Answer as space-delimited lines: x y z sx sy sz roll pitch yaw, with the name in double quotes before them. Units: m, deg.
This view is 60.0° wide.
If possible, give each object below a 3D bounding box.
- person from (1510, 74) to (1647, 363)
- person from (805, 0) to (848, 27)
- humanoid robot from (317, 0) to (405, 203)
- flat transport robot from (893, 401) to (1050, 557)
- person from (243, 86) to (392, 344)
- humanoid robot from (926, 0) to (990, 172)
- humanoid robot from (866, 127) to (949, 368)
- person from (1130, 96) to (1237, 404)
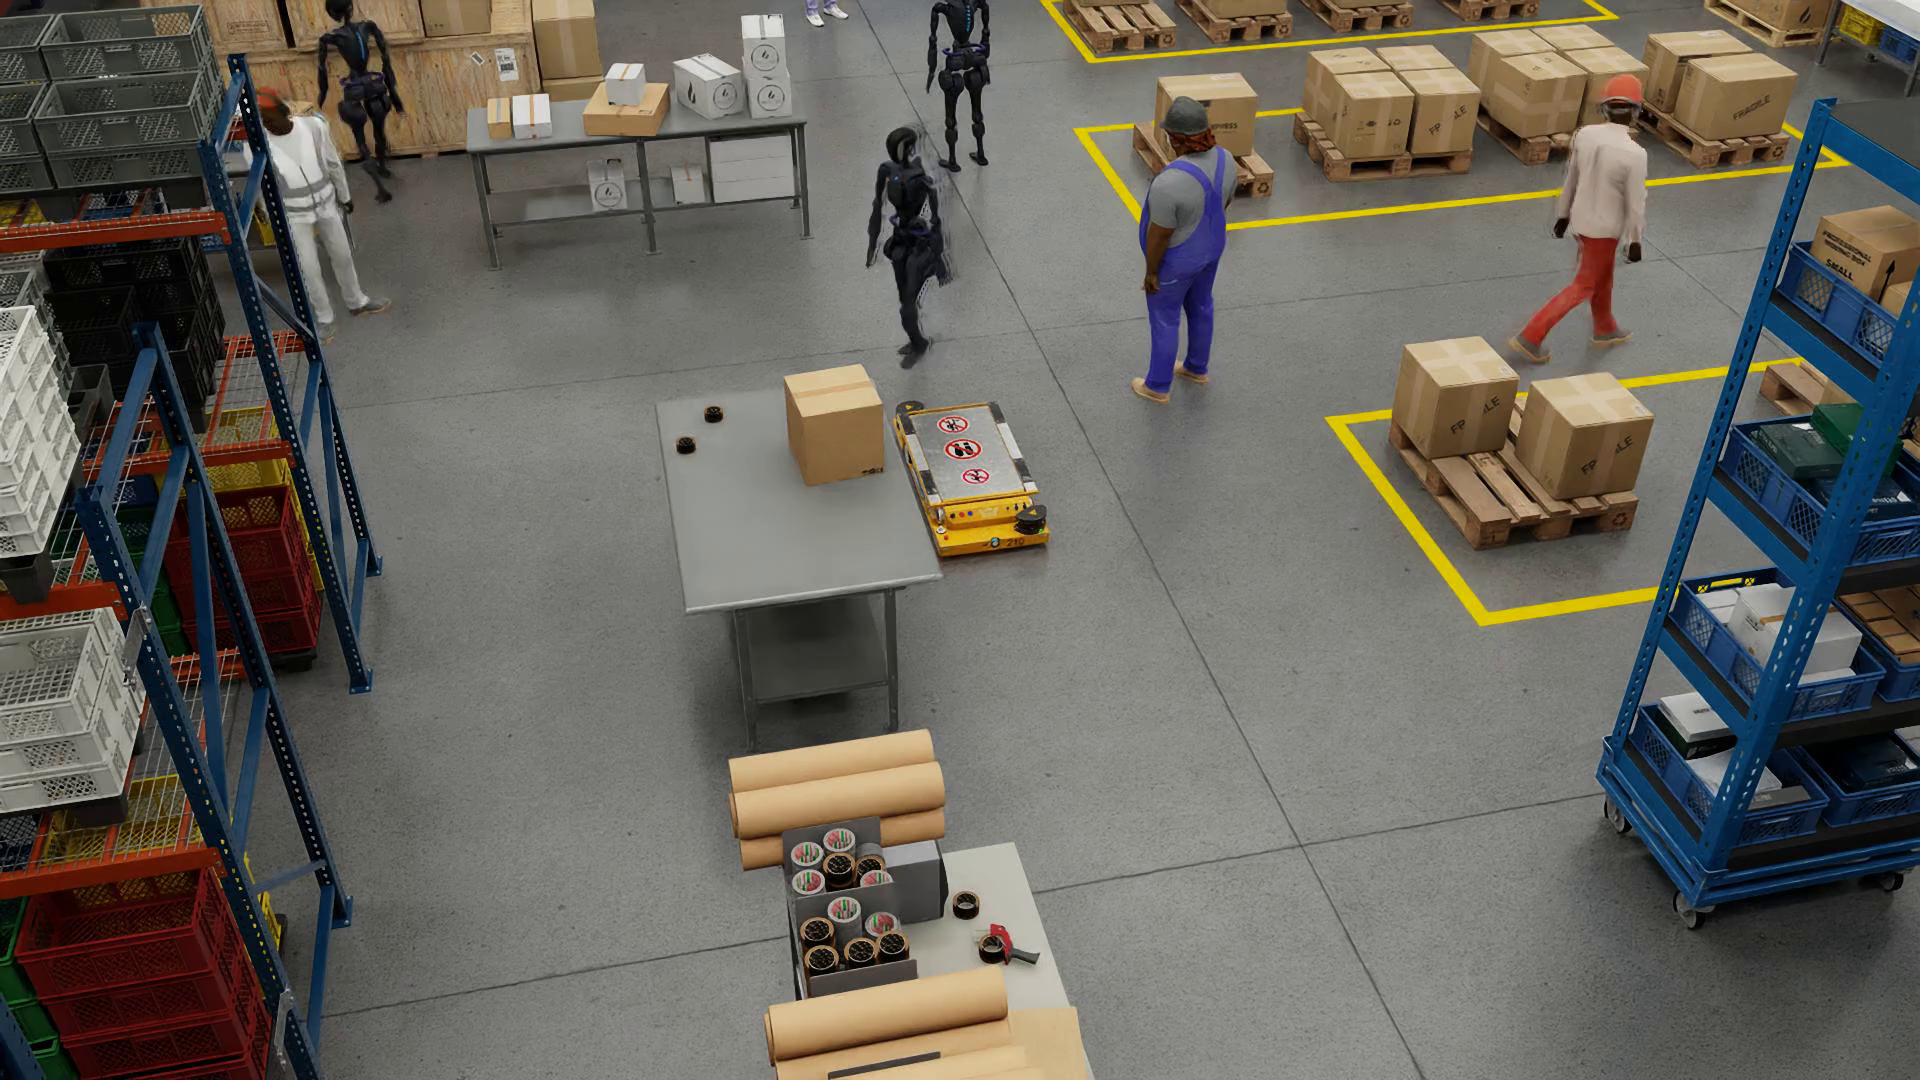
"person" 4.201 -2.088 10.960 0.971 1.935 0.636 -9 38 -12
"person" -1.340 -6.046 16.293 0.587 1.923 0.379 -28 45 -32
"humanoid robot" -4.748 -3.511 13.125 0.612 1.636 0.562 28 45 32
"flat transport robot" 0.046 -0.430 10.108 0.652 0.197 1.431 -8 37 -10
"person" -4.345 -2.231 11.232 0.750 1.845 0.391 -30 46 -34
"humanoid robot" 0.002 -3.853 13.552 0.574 1.650 0.341 -18 40 -22
"humanoid robot" -0.350 -1.920 10.959 0.495 1.640 0.611 -31 46 -34
"person" 1.378 -1.845 10.551 0.680 2.000 0.535 -27 44 -32
